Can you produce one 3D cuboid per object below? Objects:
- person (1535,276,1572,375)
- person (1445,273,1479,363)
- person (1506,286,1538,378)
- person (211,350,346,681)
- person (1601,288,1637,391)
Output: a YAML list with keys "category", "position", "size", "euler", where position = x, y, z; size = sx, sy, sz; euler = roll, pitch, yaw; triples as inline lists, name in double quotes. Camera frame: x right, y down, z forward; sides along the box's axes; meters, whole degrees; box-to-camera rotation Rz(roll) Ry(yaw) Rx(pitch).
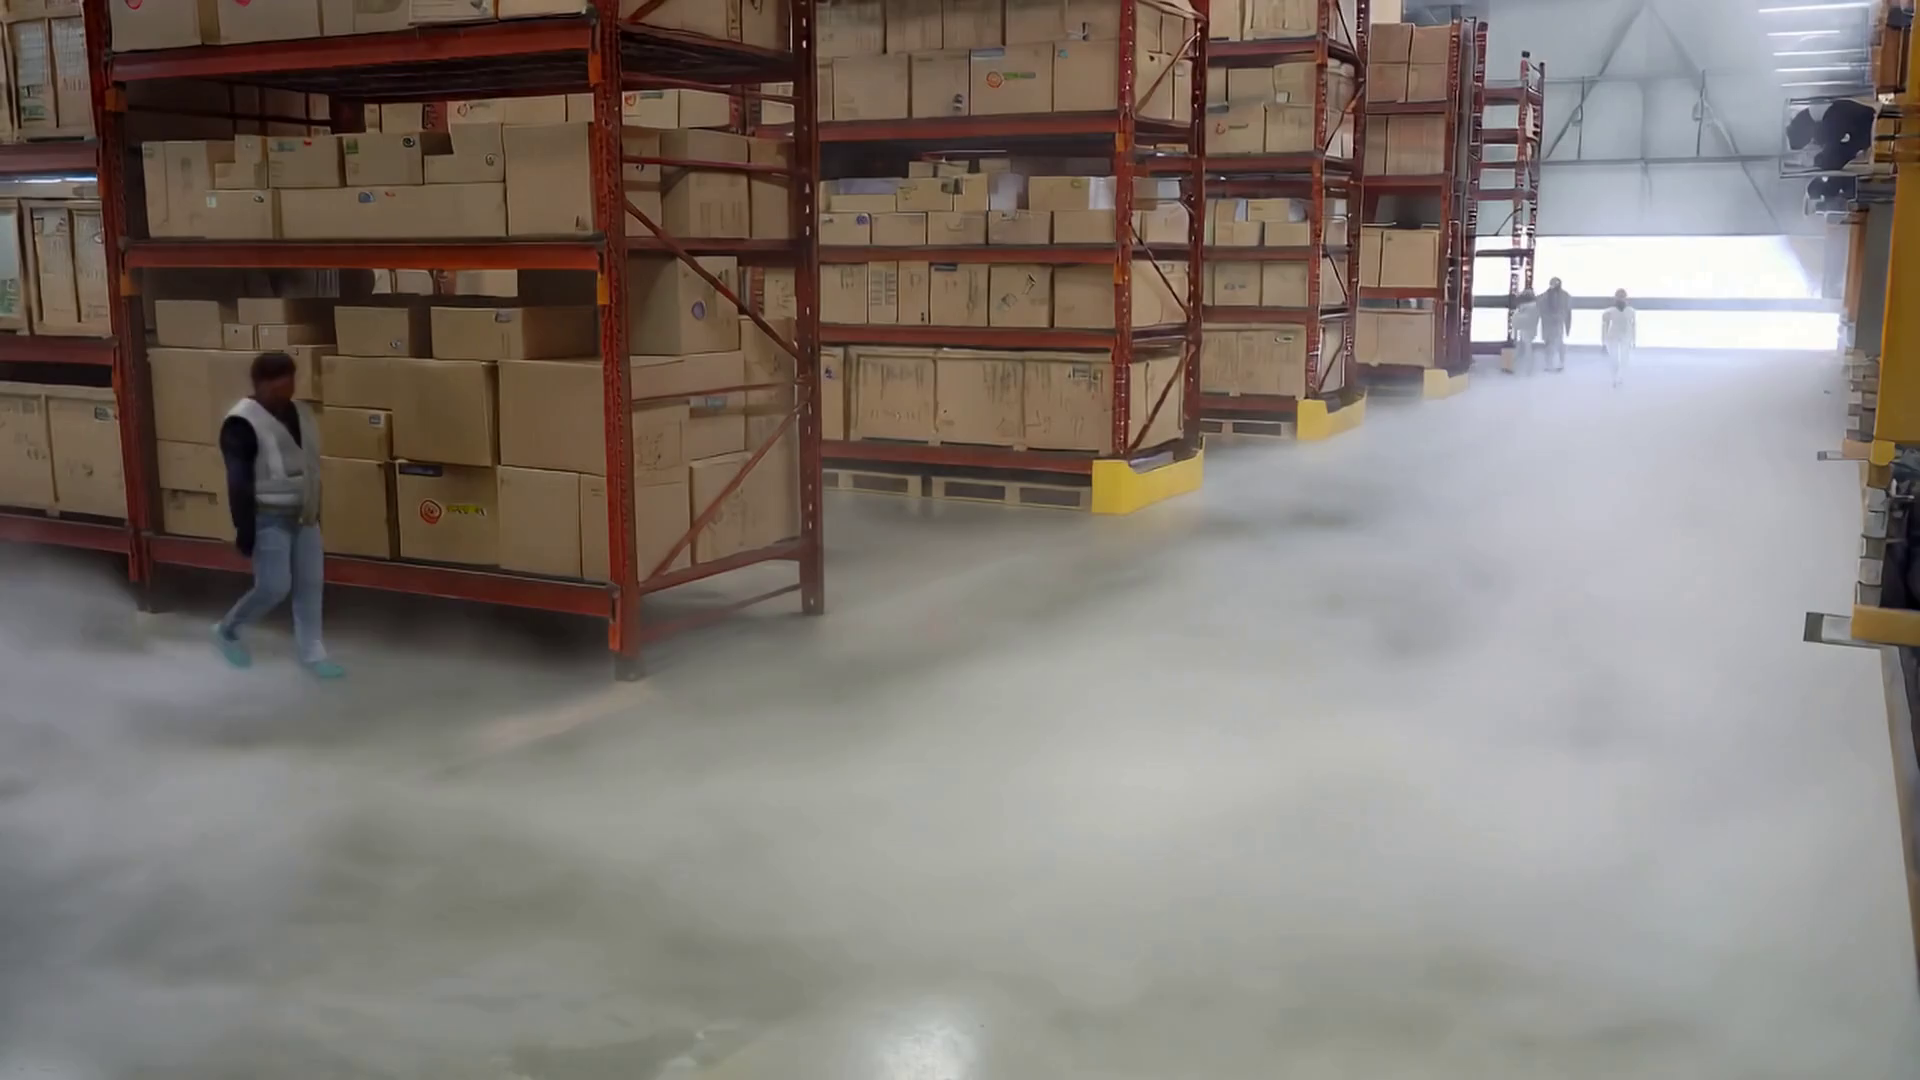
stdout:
- category: "person"
  position: [11.377, -4.119, 31.979]
  size: [0.645, 1.885, 0.642]
  euler: [7, 12, 37]
- category: "person"
  position: [10.508, -4.734, 35.378]
  size: [1.026, 1.950, 0.613]
  euler: [5, 11, 26]
- category: "person"
  position: [10.531, -3.893, 31.184]
  size: [0.809, 1.700, 0.493]
  euler: [-1, 10, -7]
- category: "person"
  position: [-3.741, -0.125, 9.048]
  size: [0.666, 1.822, 0.628]
  euler: [3, 10, 19]
- category: "person"
  position: [11.215, -3.420, 28.337]
  size: [0.579, 1.738, 0.531]
  euler: [1, 10, 6]
